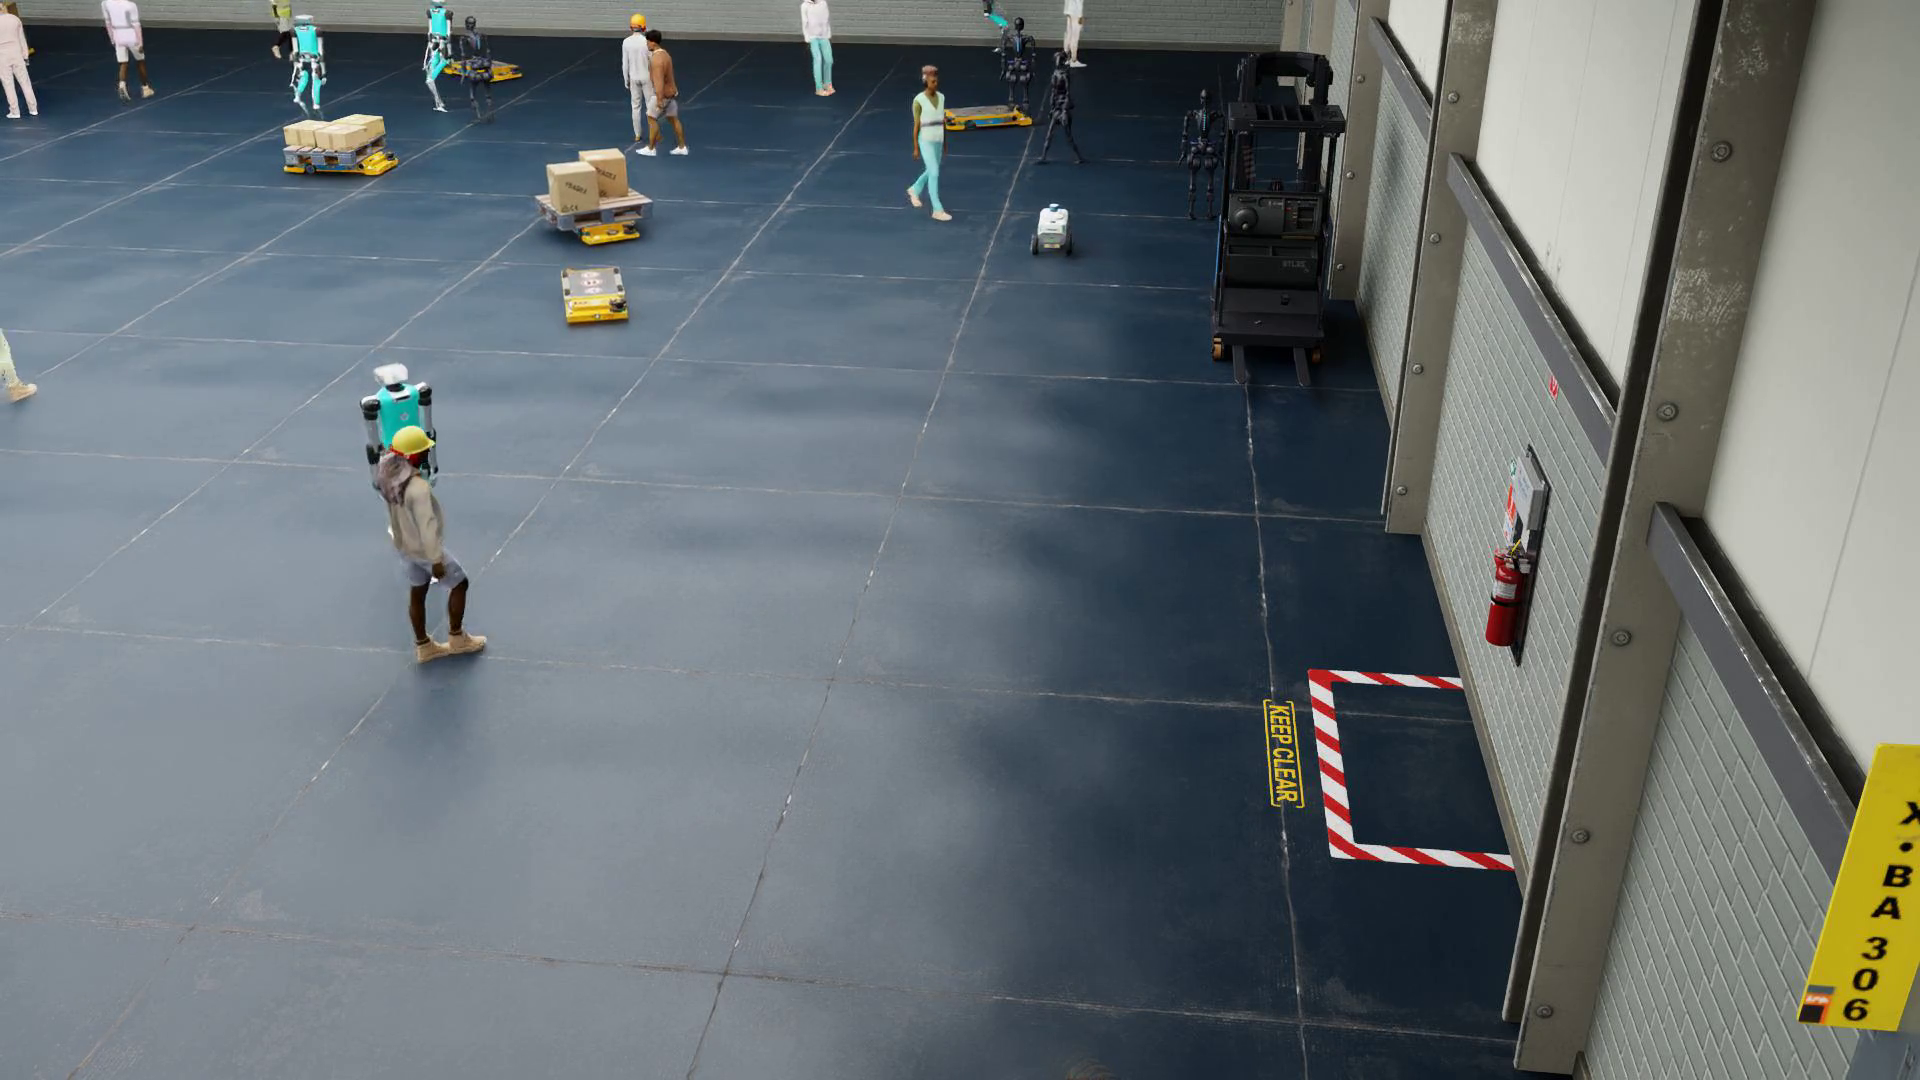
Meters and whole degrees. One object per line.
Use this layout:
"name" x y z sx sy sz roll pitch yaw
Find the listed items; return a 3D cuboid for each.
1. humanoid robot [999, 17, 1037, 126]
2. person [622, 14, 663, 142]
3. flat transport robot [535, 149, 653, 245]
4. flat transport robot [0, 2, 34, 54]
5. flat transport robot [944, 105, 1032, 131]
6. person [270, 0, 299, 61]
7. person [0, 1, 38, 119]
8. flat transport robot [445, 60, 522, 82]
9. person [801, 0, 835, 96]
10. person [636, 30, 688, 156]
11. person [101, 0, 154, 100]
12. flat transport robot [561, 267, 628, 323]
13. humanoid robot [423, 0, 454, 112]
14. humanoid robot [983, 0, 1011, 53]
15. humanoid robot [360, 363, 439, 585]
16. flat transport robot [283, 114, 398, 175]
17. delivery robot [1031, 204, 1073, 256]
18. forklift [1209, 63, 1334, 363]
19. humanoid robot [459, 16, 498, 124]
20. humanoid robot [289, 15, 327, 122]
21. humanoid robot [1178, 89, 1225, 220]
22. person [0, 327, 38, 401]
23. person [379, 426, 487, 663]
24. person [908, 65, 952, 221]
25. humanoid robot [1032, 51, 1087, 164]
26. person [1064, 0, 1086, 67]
"humanoid robot" 0.921 -7.433 26.390 0.599 1.657 0.315 3 27 6
"person" -4.847 -7.042 25.383 0.580 1.895 0.355 3 27 6
"flat transport robot" -4.665 -4.062 21.249 0.659 0.231 1.431 -15 30 -27
"flat transport robot" -18.625 -9.390 31.884 1.431 0.231 0.659 2 27 4
"flat transport robot" 0.371 -6.757 26.627 1.431 0.231 0.659 -8 28 -16
"person" -12.695 -9.812 31.135 0.437 1.681 0.538 8 28 15
"person" -15.389 -7.790 26.868 0.402 1.904 0.642 21 34 36
"flat transport robot" -8.646 -8.513 30.133 1.431 0.231 0.659 21 33 35
"person" -2.413 -8.571 28.446 0.550 1.883 0.453 -13 29 -24
"person" -4.474 -6.600 24.577 0.847 1.822 0.769 5 27 11
"person" -14.067 -8.424 28.016 0.603 2.012 0.882 -1 27 -3
"flat transport robot" -4.110 -2.762 18.653 0.659 0.231 1.431 -6 27 -13
"humanoid robot" -8.696 -7.963 27.407 0.586 1.778 0.872 15 30 27
"humanoid robot" 0.686 -10.137 31.770 0.807 1.808 0.547 3 27 5
"humanoid robot" -4.350 -0.573 12.704 0.530 1.763 1.038 -22 34 -37
"flat transport robot" -8.950 -5.469 24.056 1.431 0.231 0.659 3 27 6
"delivery robot" 1.154 -3.822 20.443 0.521 0.588 0.760 2 27 4
"forklift" 3.241 -3.477 17.183 1.129 2.768 1.873 3 27 6
"humanoid robot" -7.676 -7.492 26.518 0.396 1.638 0.603 20 33 34
"humanoid robot" -10.205 -7.221 25.941 0.535 1.776 0.829 2 27 5
"humanoid robot" 3.131 -4.990 21.512 0.599 1.657 0.315 3 27 6
"person" -9.293 -2.077 15.519 0.538 1.854 0.963 9 28 17
"person" -3.608 0.018 11.446 0.625 1.746 0.577 -23 35 -38
"person" -0.418 -5.194 21.638 0.491 1.951 0.873 -21 34 -36
"humanoid robot" 1.468 -6.230 24.080 0.803 1.631 0.607 -9 28 -18
"person" 2.100 -9.726 30.763 0.401 1.876 0.497 -11 28 -20
